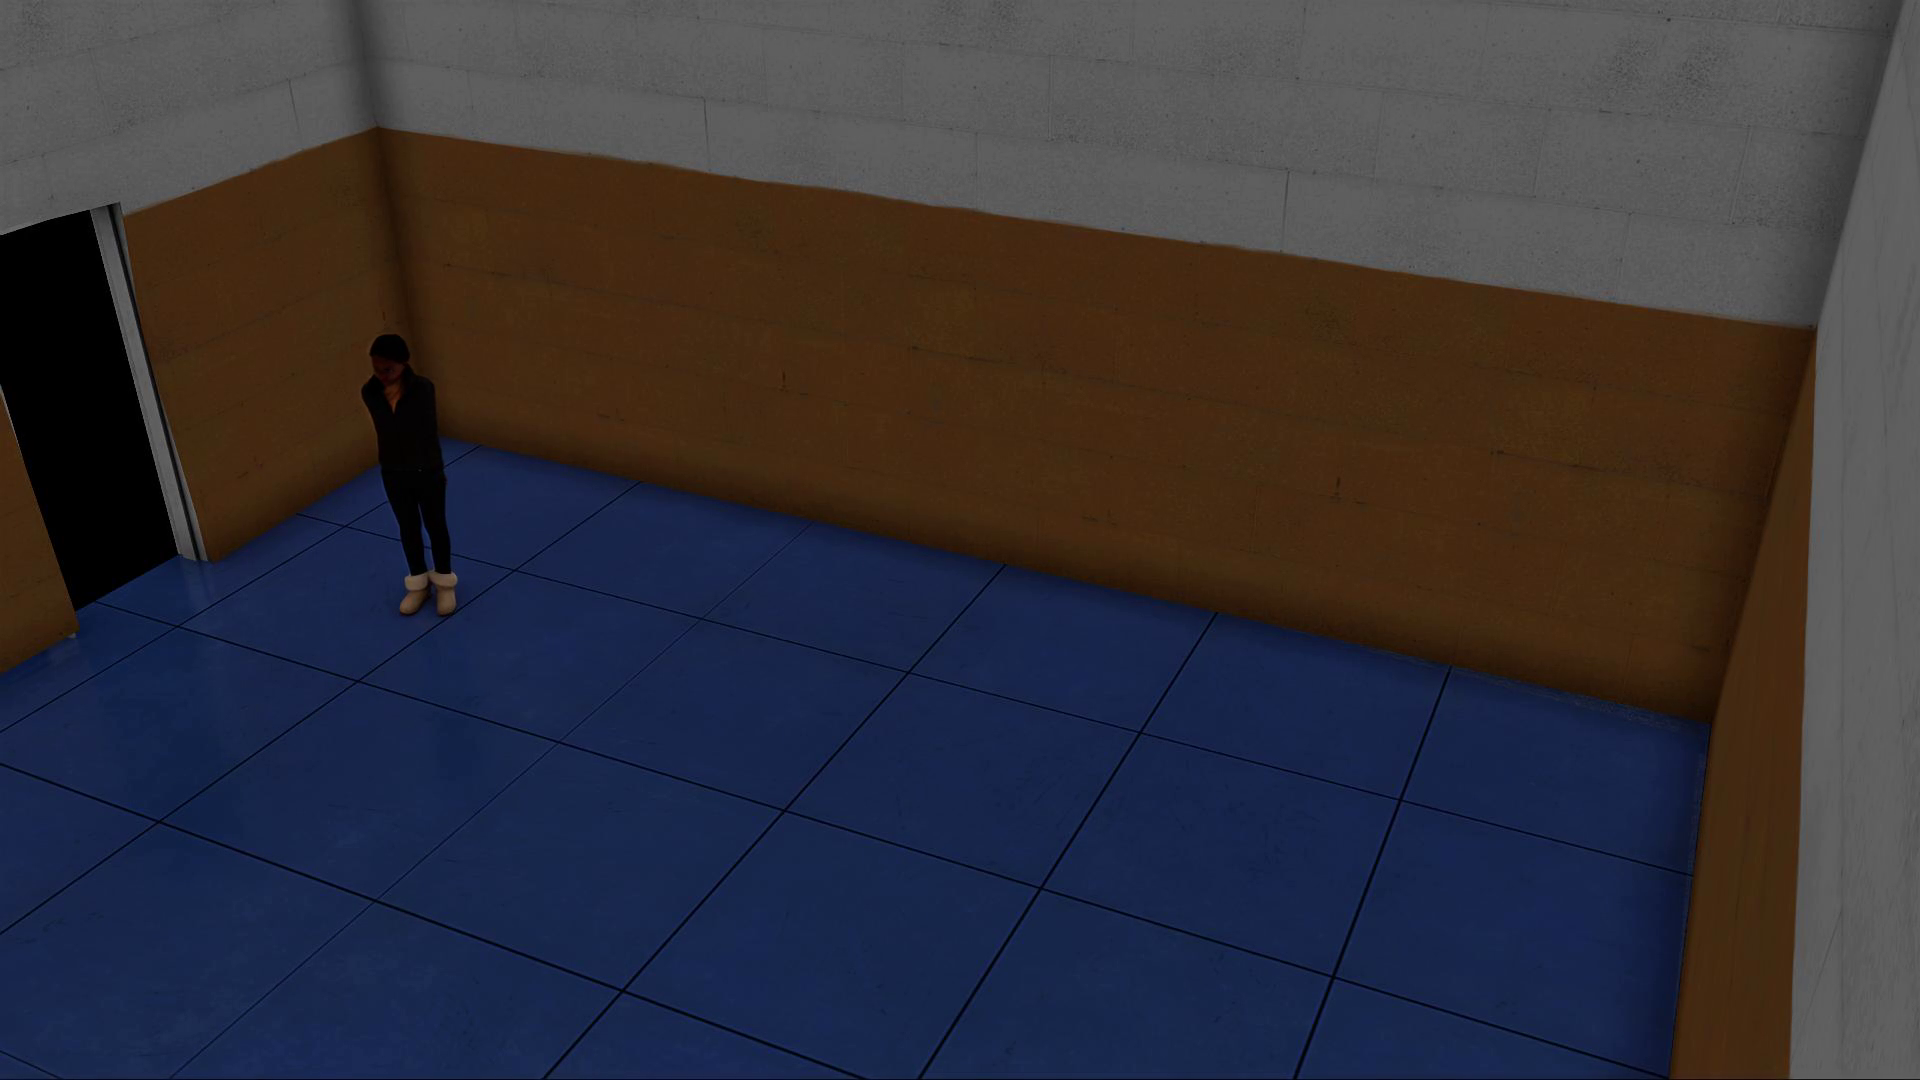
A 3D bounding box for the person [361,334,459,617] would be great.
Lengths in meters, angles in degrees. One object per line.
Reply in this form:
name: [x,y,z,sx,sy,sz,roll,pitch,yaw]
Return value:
person: [-3.085,-0.397,9.375,0.676,1.661,0.741,22,36,35]
